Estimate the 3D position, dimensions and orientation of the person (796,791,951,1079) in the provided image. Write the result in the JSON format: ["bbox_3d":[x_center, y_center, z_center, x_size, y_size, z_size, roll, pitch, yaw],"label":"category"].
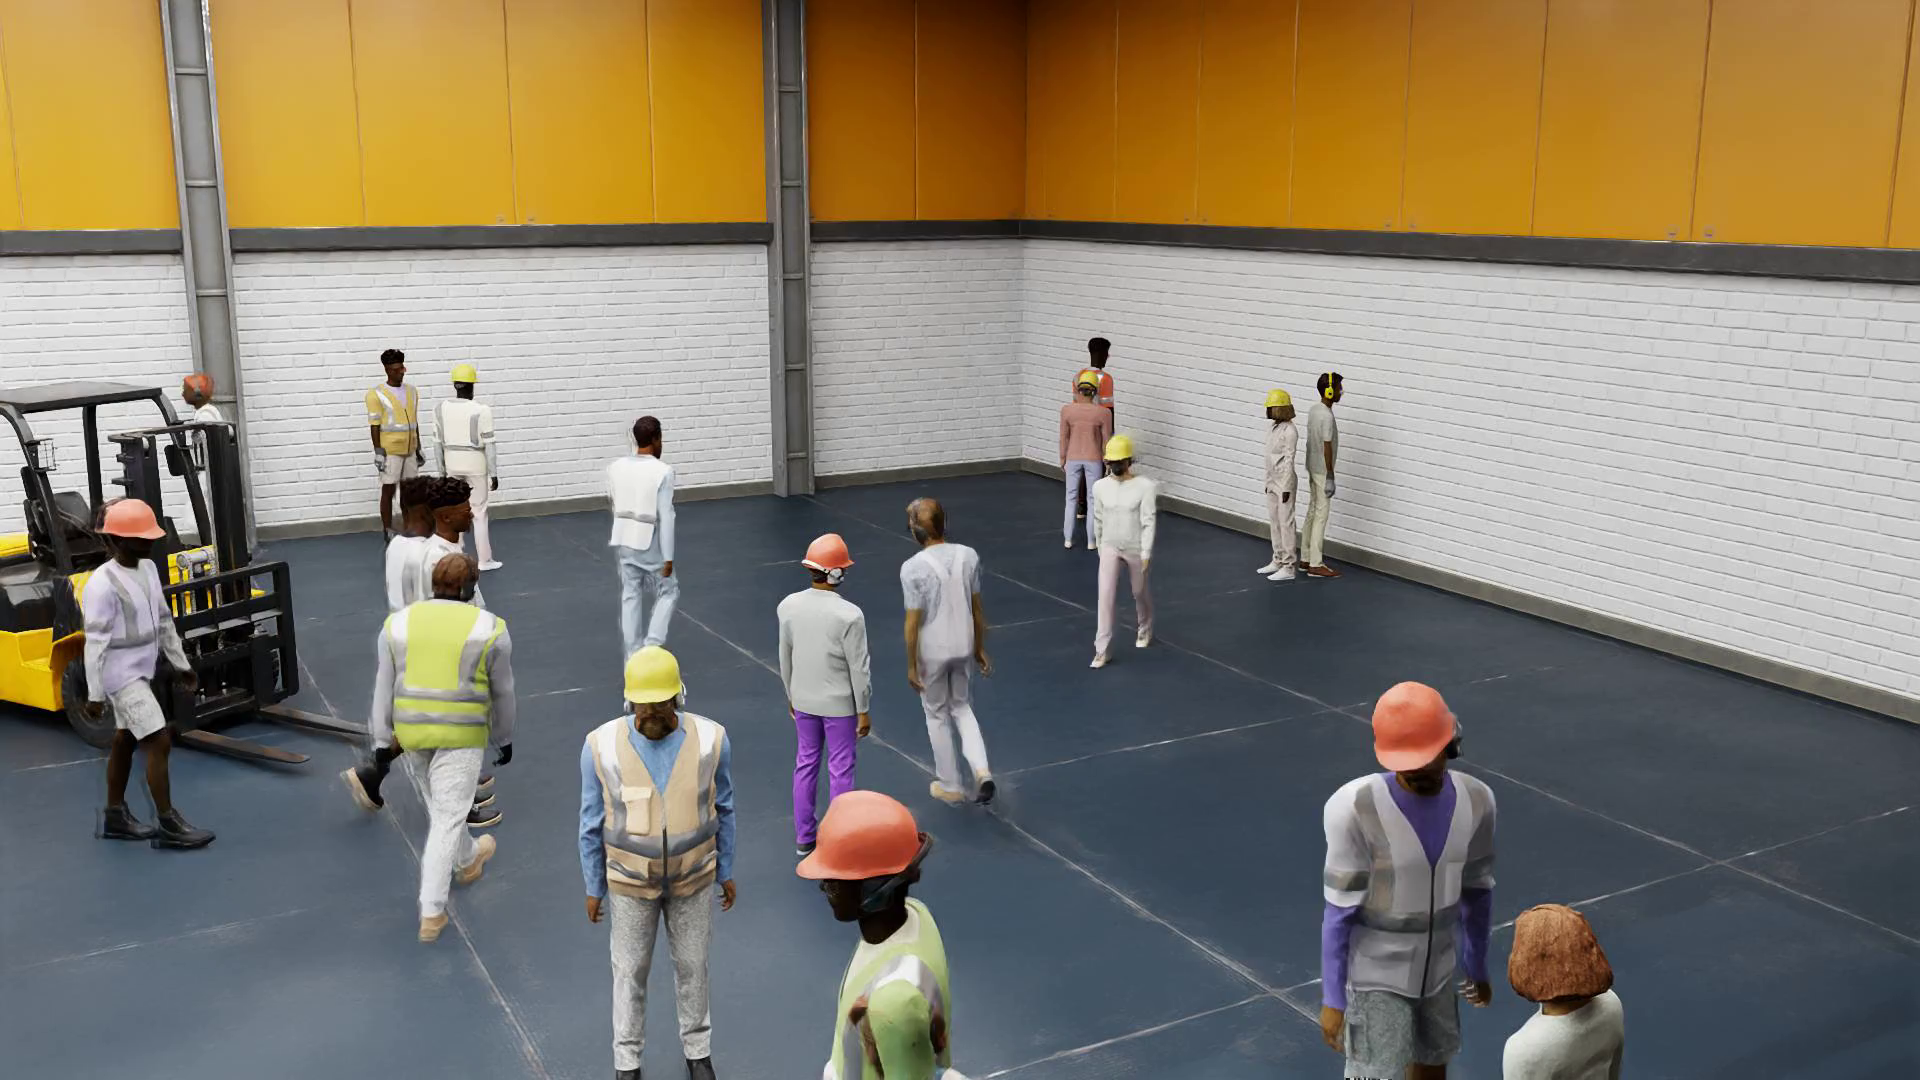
[{"bbox_3d":[-0.214,1.625,4.344,0.396,2.038,0.614,-1,12,-3],"label":"person"}]

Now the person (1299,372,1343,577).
[{"bbox_3d":[3.312,-0.597,15.187,0.309,1.859,0.534,-1,12,-6],"label":"person"}]

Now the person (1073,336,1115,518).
[{"bbox_3d":[1.447,-1.176,17.652,0.367,1.965,0.604,-8,15,-35],"label":"person"}]

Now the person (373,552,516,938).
[{"bbox_3d":[-2.492,0.952,8.141,0.642,1.768,0.980,1,12,4],"label":"person"}]

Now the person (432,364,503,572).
[{"bbox_3d":[-4.531,-0.660,15.329,0.594,1.922,0.386,2,12,10],"label":"person"}]

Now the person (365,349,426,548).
[{"bbox_3d":[-5.523,-0.900,16.355,0.368,1.966,0.602,7,14,28],"label":"person"}]

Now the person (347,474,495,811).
[{"bbox_3d":[-3.109,0.588,9.449,0.799,1.936,0.596,-8,14,-33],"label":"person"}]

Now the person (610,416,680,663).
[{"bbox_3d":[-2.291,0.055,12.039,0.611,1.899,0.444,6,14,27],"label":"person"}]

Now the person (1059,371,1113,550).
[{"bbox_3d":[1.230,-0.772,16.258,0.532,1.756,0.344,3,13,16],"label":"person"}]

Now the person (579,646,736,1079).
[{"bbox_3d":[-1.156,1.286,6.424,0.600,1.829,0.404,-3,12,-15],"label":"person"}]

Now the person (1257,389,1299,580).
[{"bbox_3d":[2.880,-0.505,15.057,0.340,1.733,0.479,-3,12,-15],"label":"person"}]

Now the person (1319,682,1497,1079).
[{"bbox_3d":[1.459,1.407,5.429,0.711,2.014,0.463,-4,13,-20],"label":"person"}]

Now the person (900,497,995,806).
[{"bbox_3d":[-0.067,0.661,9.371,0.557,1.819,0.487,-7,14,-30],"label":"person"}]

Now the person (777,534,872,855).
[{"bbox_3d":[-0.689,0.829,8.754,0.564,1.751,0.330,8,14,32],"label":"person"}]

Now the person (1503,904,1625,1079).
[{"bbox_3d":[1.631,1.782,4.591,0.501,1.629,0.288,-9,15,-37],"label":"person"}]

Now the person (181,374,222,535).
[{"bbox_3d":[-6.825,-0.570,15.035,0.413,1.868,0.589,-4,13,-17],"label":"person"}]

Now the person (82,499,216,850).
[{"bbox_3d":[-4.336,0.718,8.910,0.801,1.901,0.559,-1,12,-4],"label":"person"}]

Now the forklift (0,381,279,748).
[{"bbox_3d":[-5.853,0.085,11.199,2.313,2.155,1.214,7,14,28],"label":"forklift"}]

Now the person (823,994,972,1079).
[{"bbox_3d":[-0.116,1.854,4.251,0.532,1.630,0.331,7,14,30],"label":"person"}]

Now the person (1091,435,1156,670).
[{"bbox_3d":[1.249,0.045,12.519,0.521,1.717,0.933,5,13,21],"label":"person"}]

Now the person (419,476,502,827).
[{"bbox_3d":[-2.812,0.613,9.261,0.368,1.966,0.603,-4,13,-20],"label":"person"}]
